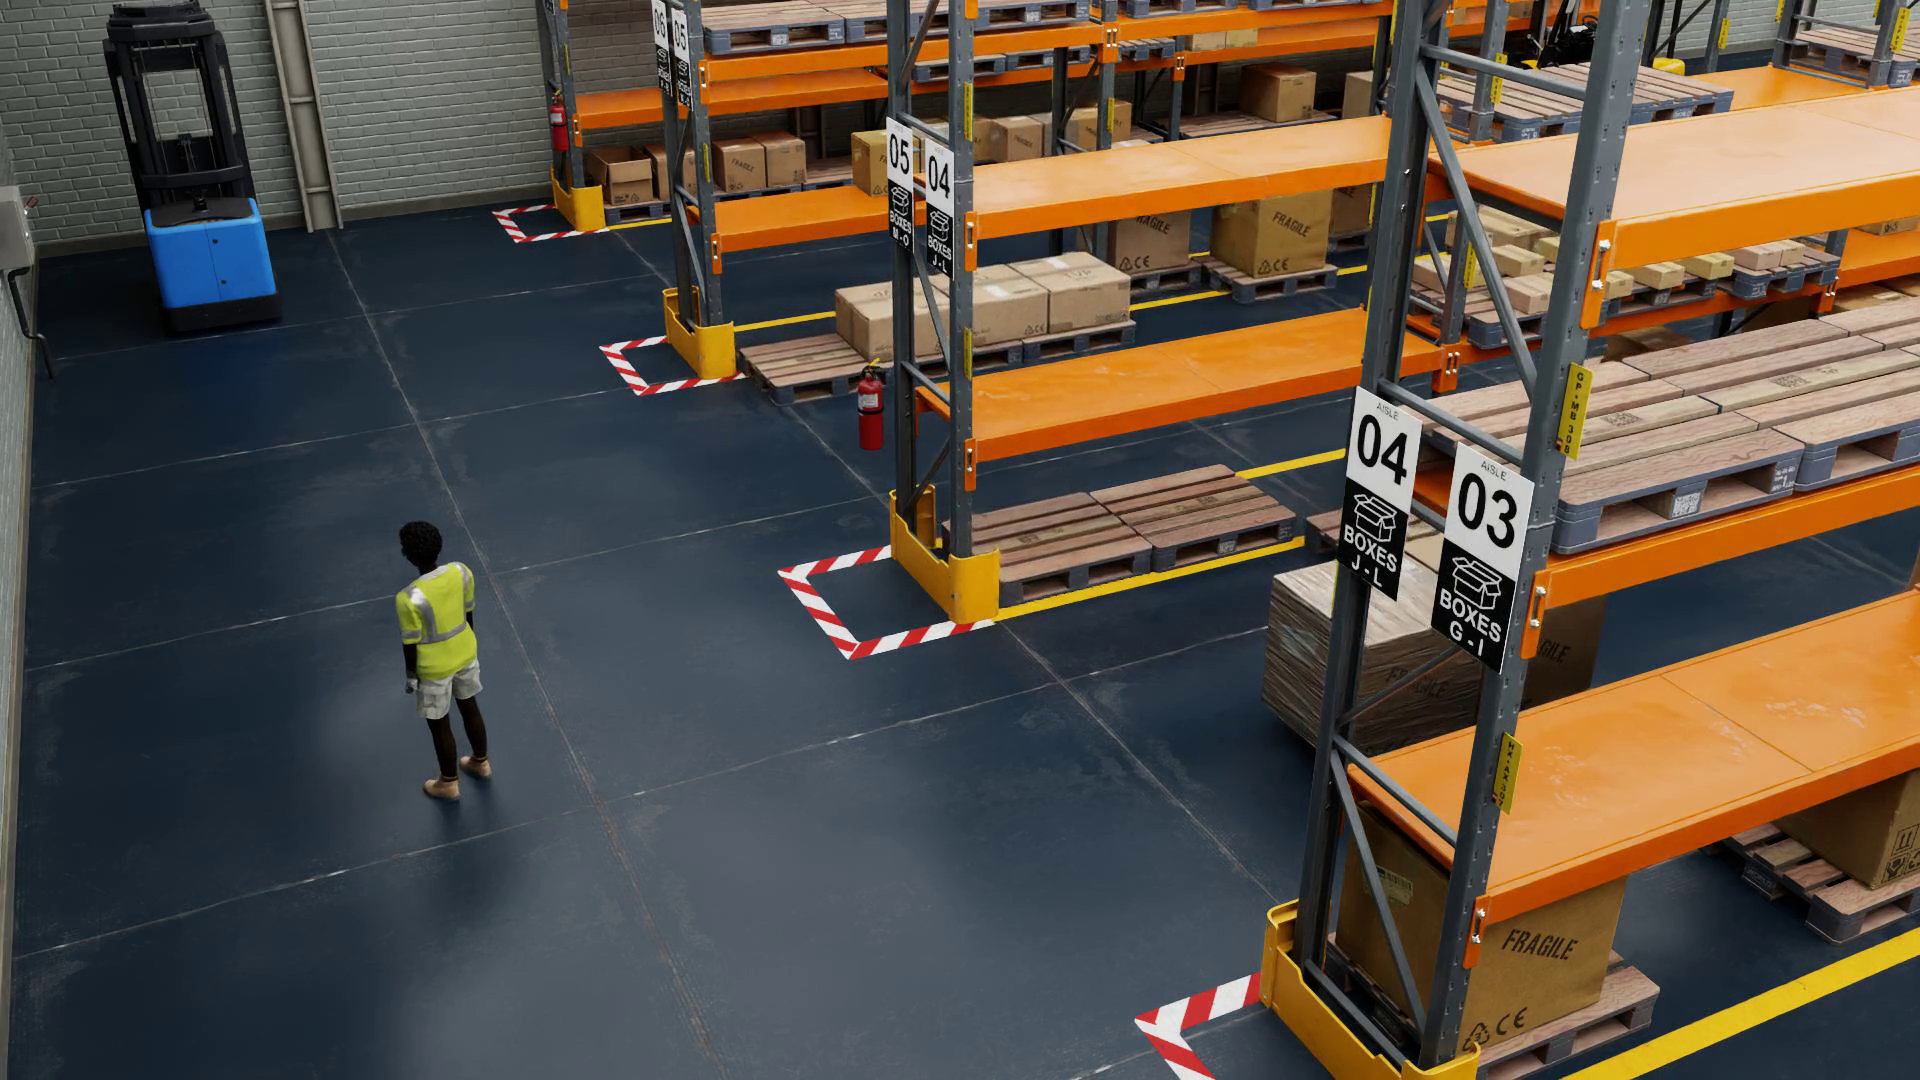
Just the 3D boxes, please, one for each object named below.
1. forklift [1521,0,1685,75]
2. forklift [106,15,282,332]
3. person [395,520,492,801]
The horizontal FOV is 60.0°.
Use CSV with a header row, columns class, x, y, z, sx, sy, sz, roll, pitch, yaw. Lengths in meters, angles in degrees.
class,x,y,z,sx,sy,sz,roll,pitch,yaw
forklift,8.950,-6.807,23.056,1.214,2.155,2.313,-12,30,-22
forklift,-7.548,-3.672,16.323,1.129,2.768,1.873,-12,30,-22
person,-2.880,0.668,9.282,0.321,1.686,0.537,14,31,25
